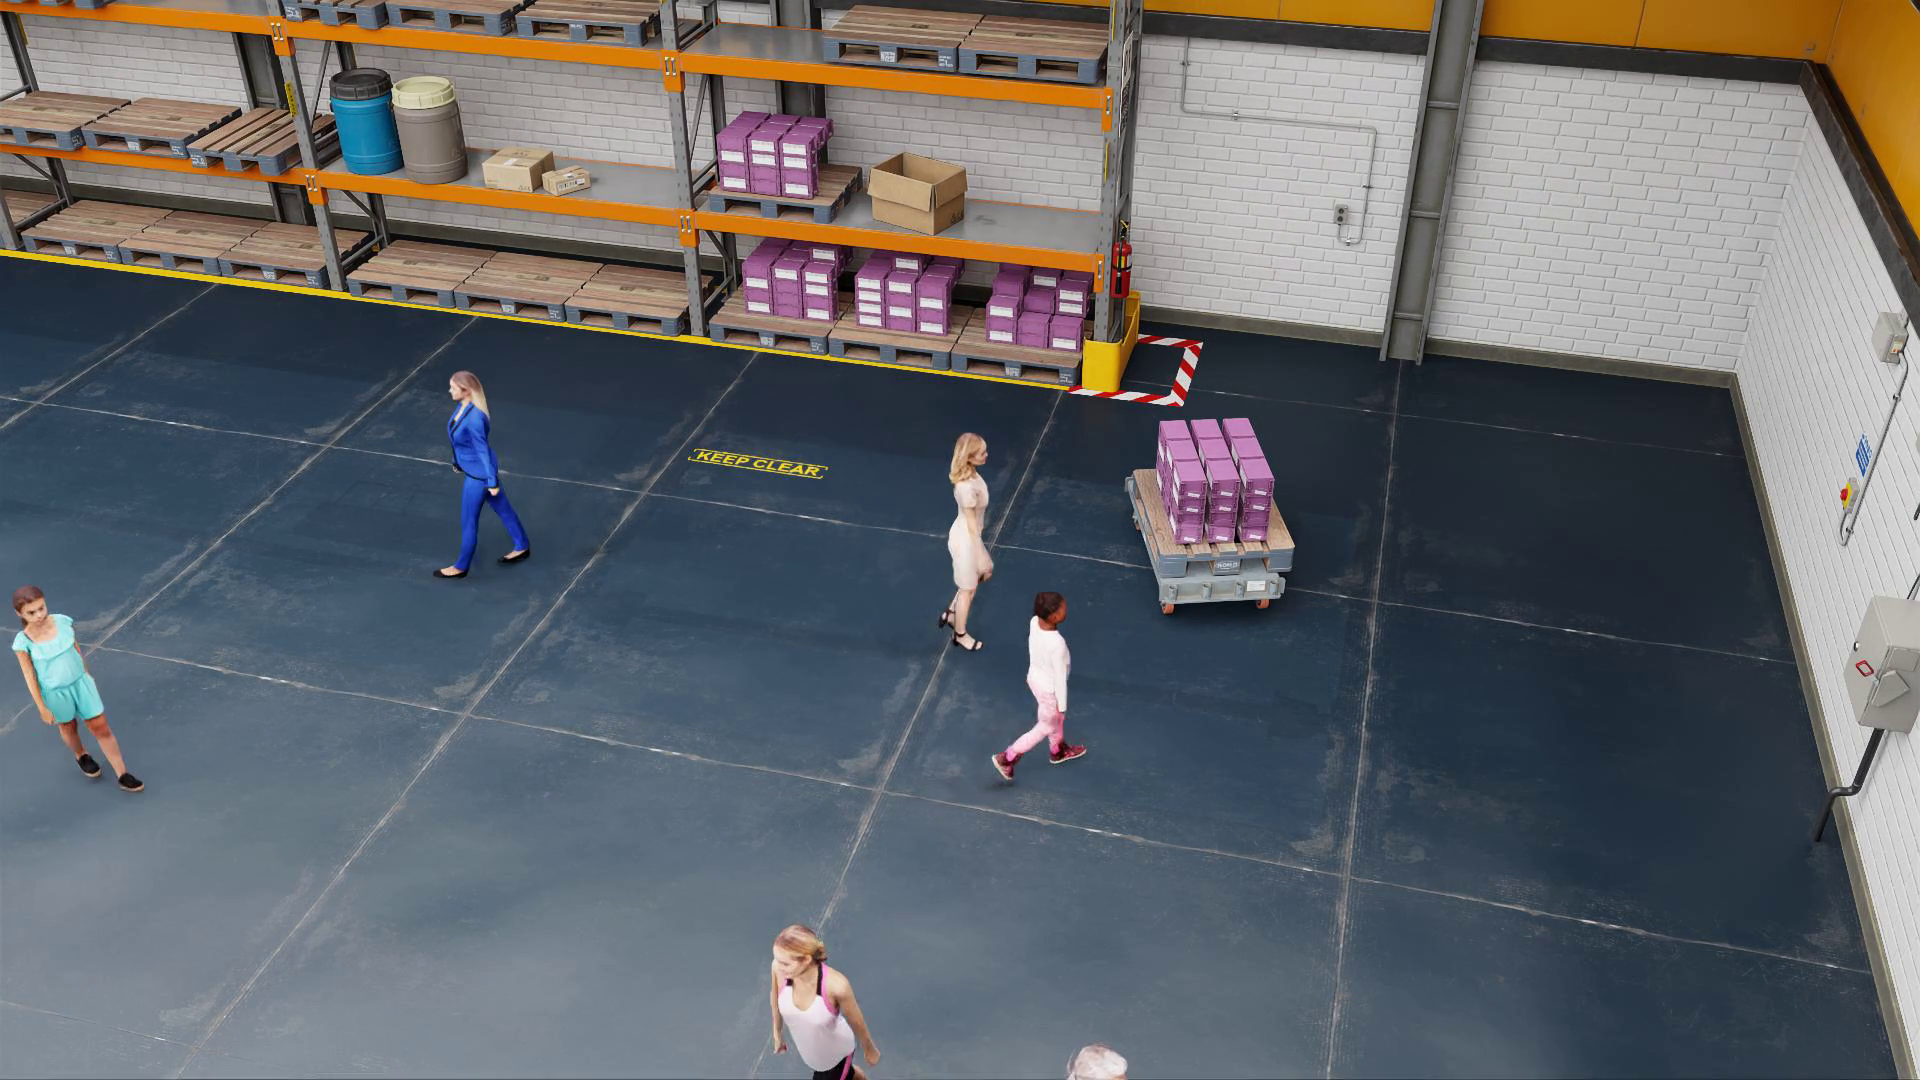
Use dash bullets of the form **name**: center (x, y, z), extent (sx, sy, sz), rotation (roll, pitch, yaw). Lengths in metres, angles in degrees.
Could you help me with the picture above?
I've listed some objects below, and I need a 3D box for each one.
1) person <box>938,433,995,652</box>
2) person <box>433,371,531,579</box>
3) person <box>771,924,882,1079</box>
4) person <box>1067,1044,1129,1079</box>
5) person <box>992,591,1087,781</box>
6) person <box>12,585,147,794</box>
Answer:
- **person**: center (-0.041, 0.034, 11.623), extent (0.699, 1.820, 0.664), rotation (-1, 34, -2)
- **person**: center (-3.524, -0.519, 12.589), extent (1.113, 1.672, 1.013), rotation (-14, 36, -20)
- **person**: center (-0.592, 2.428, 8.113), extent (1.196, 1.720, 0.969), rotation (17, 37, 24)
- **person**: center (0.511, 2.864, 7.291), extent (0.647, 1.904, 0.758), rotation (12, 35, 17)
- **person**: center (0.499, 0.935, 10.625), extent (1.006, 1.424, 0.879), rotation (-13, 36, -18)
- **person**: center (-5.727, 0.915, 10.561), extent (1.016, 1.529, 0.791), rotation (24, 40, 31)
